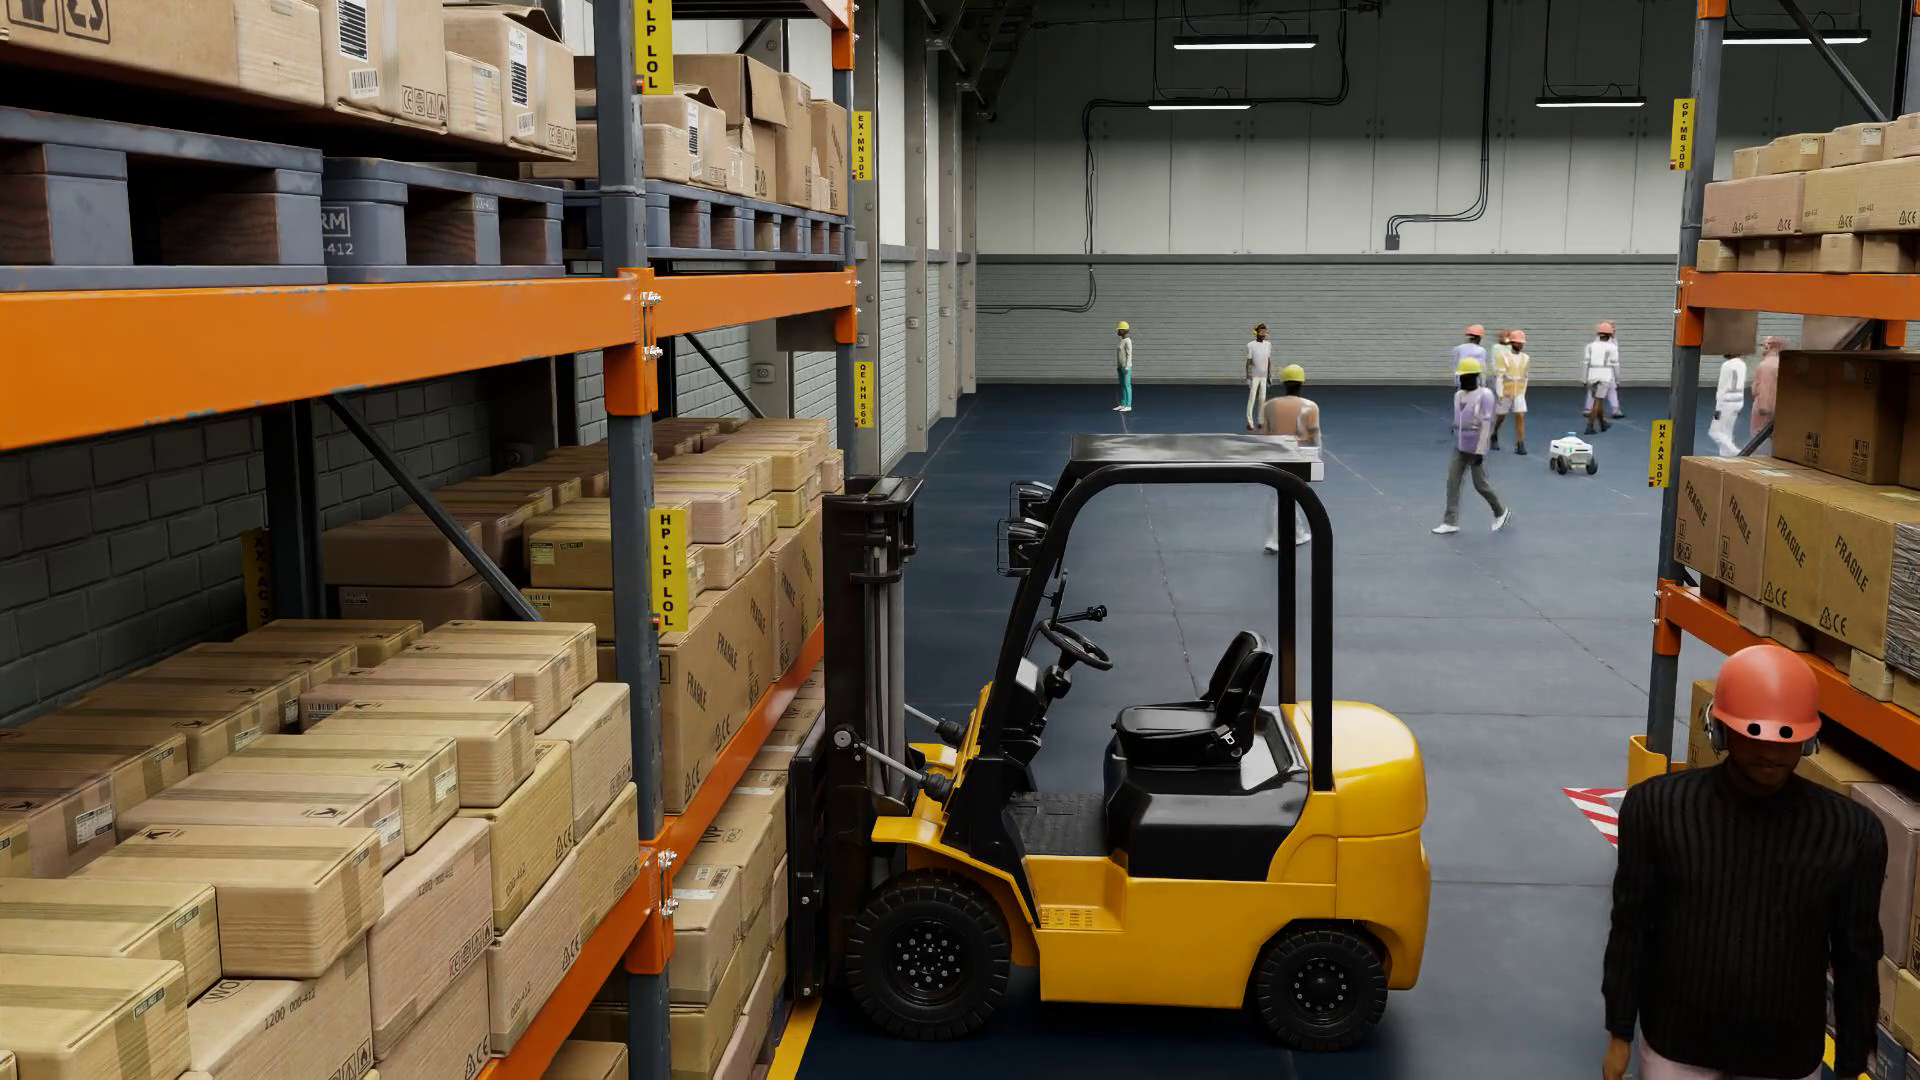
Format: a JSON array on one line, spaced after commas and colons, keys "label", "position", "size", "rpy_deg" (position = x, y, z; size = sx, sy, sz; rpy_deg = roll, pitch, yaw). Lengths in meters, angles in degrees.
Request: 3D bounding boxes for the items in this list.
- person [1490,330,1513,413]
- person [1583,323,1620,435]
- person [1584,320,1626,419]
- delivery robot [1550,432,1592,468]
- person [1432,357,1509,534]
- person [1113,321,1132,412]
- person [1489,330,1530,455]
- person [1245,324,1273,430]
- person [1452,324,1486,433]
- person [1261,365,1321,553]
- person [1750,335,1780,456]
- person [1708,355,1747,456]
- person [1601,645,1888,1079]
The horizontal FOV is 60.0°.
[{"label": "person", "position": [10.632, -3.325, 32.718], "size": [0.497, 1.603, 0.773], "rpy_deg": [-2, 9, -9]}, {"label": "person", "position": [10.977, -2.748, 28.366], "size": [0.993, 1.881, 0.565], "rpy_deg": [-8, 12, -41]}, {"label": "person", "position": [12.106, -3.186, 31.108], "size": [0.673, 1.855, 0.914], "rpy_deg": [-7, 11, -35]}, {"label": "delivery robot", "position": [8.458, -1.248, 23.014], "size": [0.477, 0.478, 0.707], "rpy_deg": [0, 9, -3]}, {"label": "person", "position": [5.498, -1.014, 17.804], "size": [0.855, 1.902, 0.586], "rpy_deg": [-5, 11, -27]}, {"label": "person", "position": [3.214, -3.410, 32.732], "size": [0.315, 1.770, 0.524], "rpy_deg": [-3, 10, -15]}, {"label": "person", "position": [8.444, -2.276, 25.507], "size": [0.546, 1.904, 0.982], "rpy_deg": [-1, 9, -4]}, {"label": "person", "position": [5.205, -2.834, 28.974], "size": [0.509, 1.862, 0.312], "rpy_deg": [-4, 10, -25]}, {"label": "person", "position": [8.298, -2.549, 27.063], "size": [0.422, 1.915, 0.569], "rpy_deg": [-8, 12, -41]}, {"label": "person", "position": [3.314, -0.817, 16.708], "size": [0.600, 1.878, 1.011], "rpy_deg": [8, 12, 39]}, {"label": "person", "position": [11.419, -1.931, 23.411], "size": [0.650, 1.889, 0.699], "rpy_deg": [-8, 12, -40]}, {"label": "person", "position": [10.549, -1.825, 22.791], "size": [0.609, 1.876, 0.494], "rpy_deg": [-8, 12, -40]}, {"label": "person", "position": [1.882, 1.218, 4.044], "size": [0.609, 1.986, 0.400], "rpy_deg": [4, 10, 22]}]
